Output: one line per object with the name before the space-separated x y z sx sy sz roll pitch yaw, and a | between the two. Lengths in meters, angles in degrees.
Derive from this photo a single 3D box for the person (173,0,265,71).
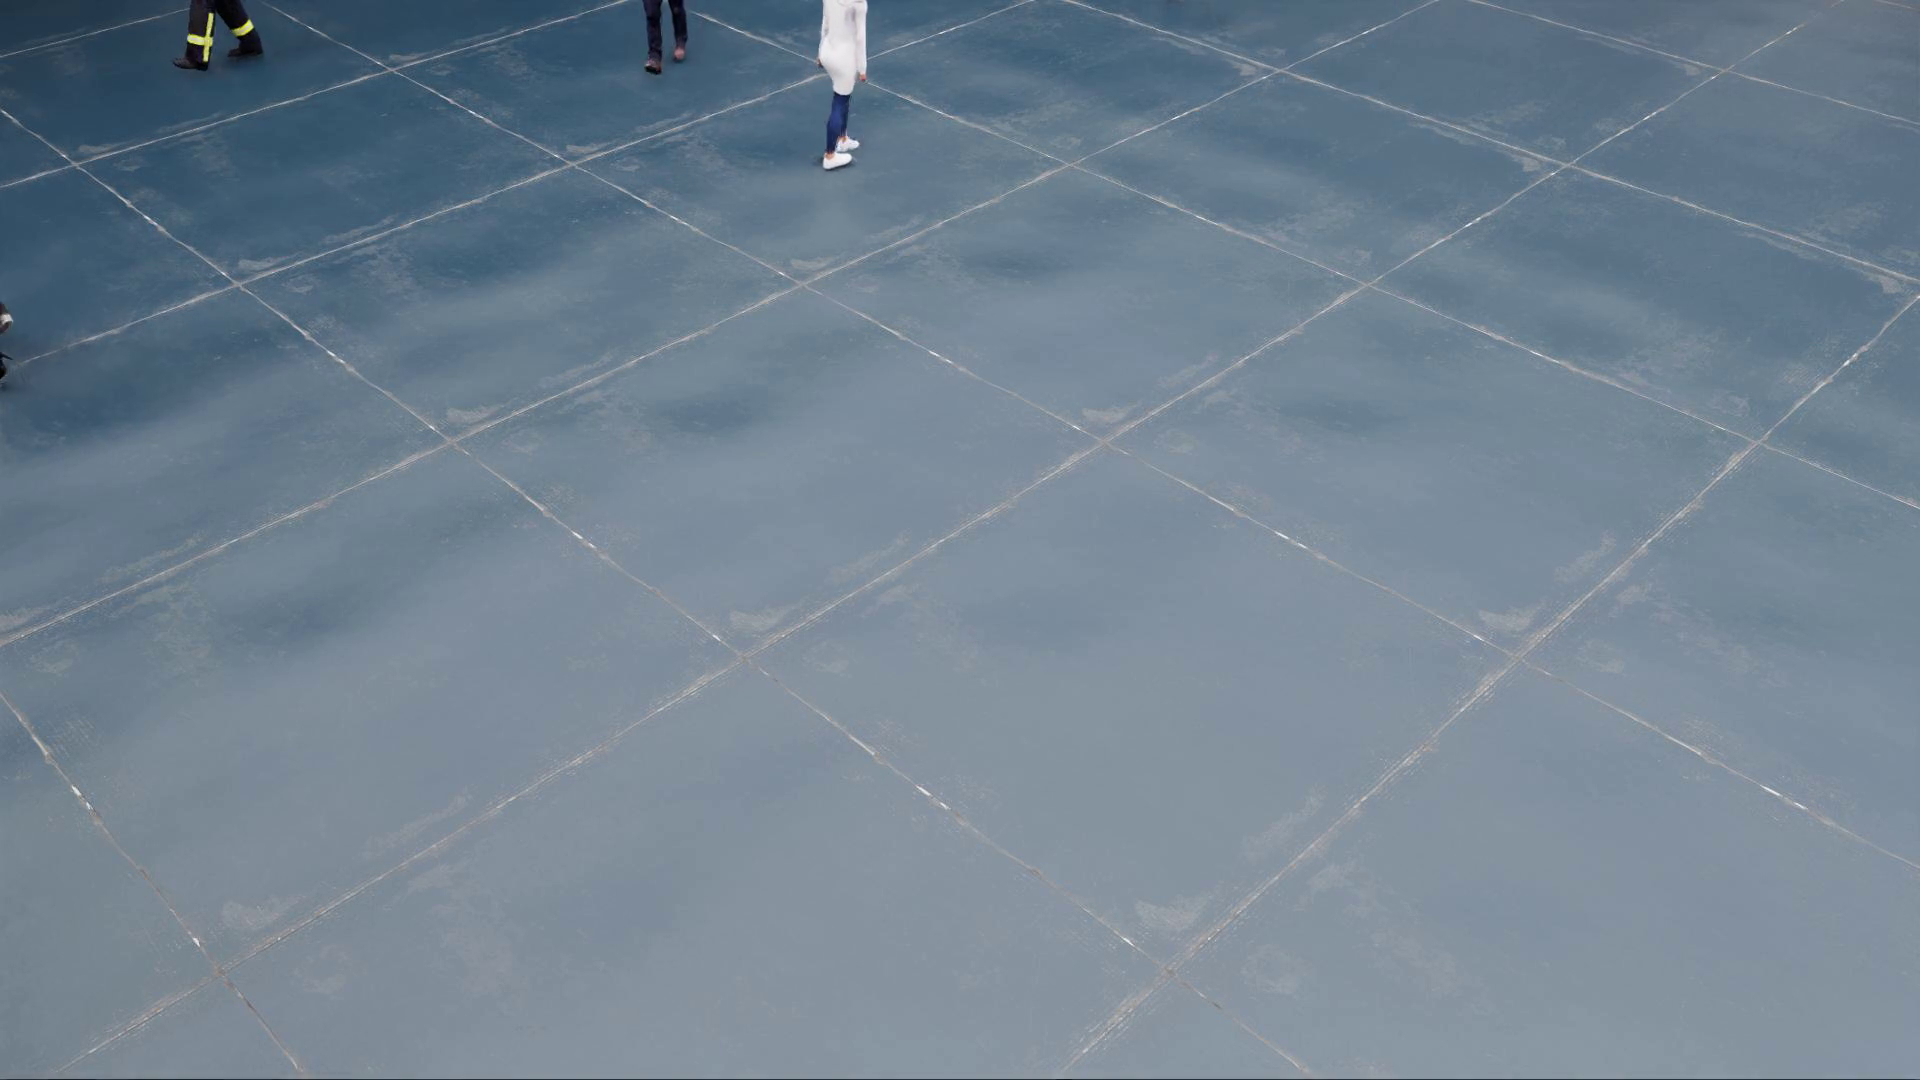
person | -6.932 -5.392 15.452 1.143 1.944 0.870 -25 44 -29

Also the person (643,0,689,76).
person | -2.744 -5.306 15.460 1.199 1.798 1.297 3 37 4

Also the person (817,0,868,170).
person | -1.030 -3.914 13.670 0.697 1.748 0.636 -31 47 -34
